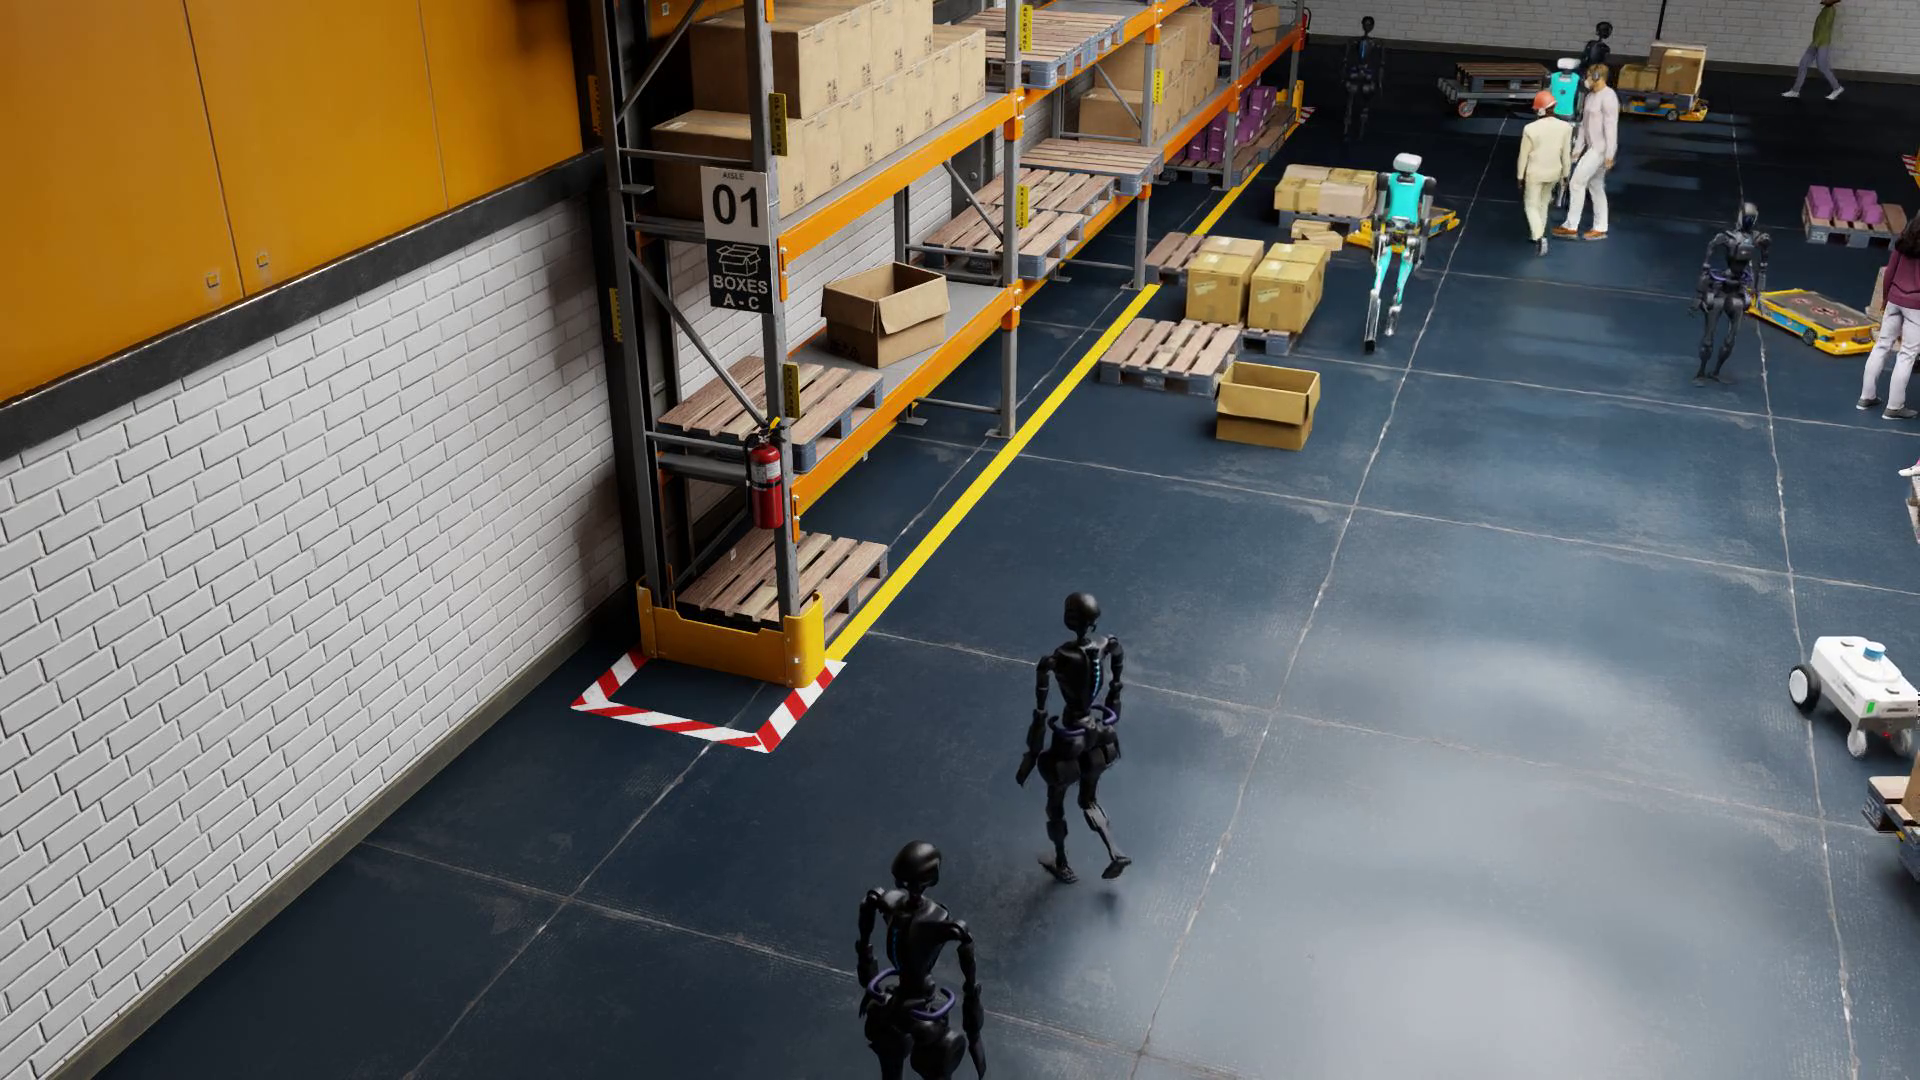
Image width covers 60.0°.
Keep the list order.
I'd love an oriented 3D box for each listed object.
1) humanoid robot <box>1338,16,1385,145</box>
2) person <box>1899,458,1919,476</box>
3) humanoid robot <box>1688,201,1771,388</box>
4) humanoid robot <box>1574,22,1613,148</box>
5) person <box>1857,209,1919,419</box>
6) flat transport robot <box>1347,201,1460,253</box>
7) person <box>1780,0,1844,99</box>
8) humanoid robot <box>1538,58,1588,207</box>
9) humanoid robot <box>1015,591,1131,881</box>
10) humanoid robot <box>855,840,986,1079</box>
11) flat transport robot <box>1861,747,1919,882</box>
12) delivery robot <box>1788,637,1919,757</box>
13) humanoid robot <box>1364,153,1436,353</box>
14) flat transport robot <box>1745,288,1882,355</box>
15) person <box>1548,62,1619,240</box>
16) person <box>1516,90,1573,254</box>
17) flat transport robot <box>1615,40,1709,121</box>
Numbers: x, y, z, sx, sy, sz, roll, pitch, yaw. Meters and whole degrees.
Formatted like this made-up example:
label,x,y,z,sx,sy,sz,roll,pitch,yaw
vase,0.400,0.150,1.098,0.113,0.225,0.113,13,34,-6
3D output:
label,x,y,z,sx,sy,sz,roll,pitch,yaw
humanoid robot,5.311,-6.092,22.067,0.596,1.647,0.693,10,29,19
person,7.525,-1.163,12.515,0.291,1.633,0.498,-8,28,-15
humanoid robot,6.637,-2.117,14.333,0.612,1.644,0.323,0,27,1
humanoid robot,8.191,-5.979,21.873,0.665,1.649,0.594,-3,27,-5
person,7.822,-1.950,13.699,0.423,1.949,0.501,-12,30,-23
flat transport robot,4.957,-3.497,18.535,0.659,0.231,1.431,21,34,35
person,12.686,-7.289,24.425,0.773,1.604,0.494,5,28,10
humanoid robot,7.008,-4.718,19.369,0.534,1.837,0.778,16,31,28
humanoid robot,0.600,1.029,8.230,0.609,1.644,0.476,-18,32,-30
humanoid robot,-0.176,1.881,6.550,0.599,1.657,0.315,16,31,28
flat transport robot,5.335,1.747,8.362,0.659,0.231,1.431,0,27,0
delivery robot,5.285,0.875,9.754,0.499,0.606,0.807,-1,27,-1
humanoid robot,3.936,-2.548,15.139,0.533,1.778,1.002,11,29,20
flat transport robot,8.132,-2.098,15.819,0.659,0.231,1.431,-7,28,-13
person,6.886,-4.236,18.210,0.720,1.884,0.716,5,28,10
person,6.249,-3.908,17.761,0.595,1.721,0.693,-4,28,-7
flat transport robot,9.903,-6.209,23.794,1.431,0.231,0.659,13,30,24
